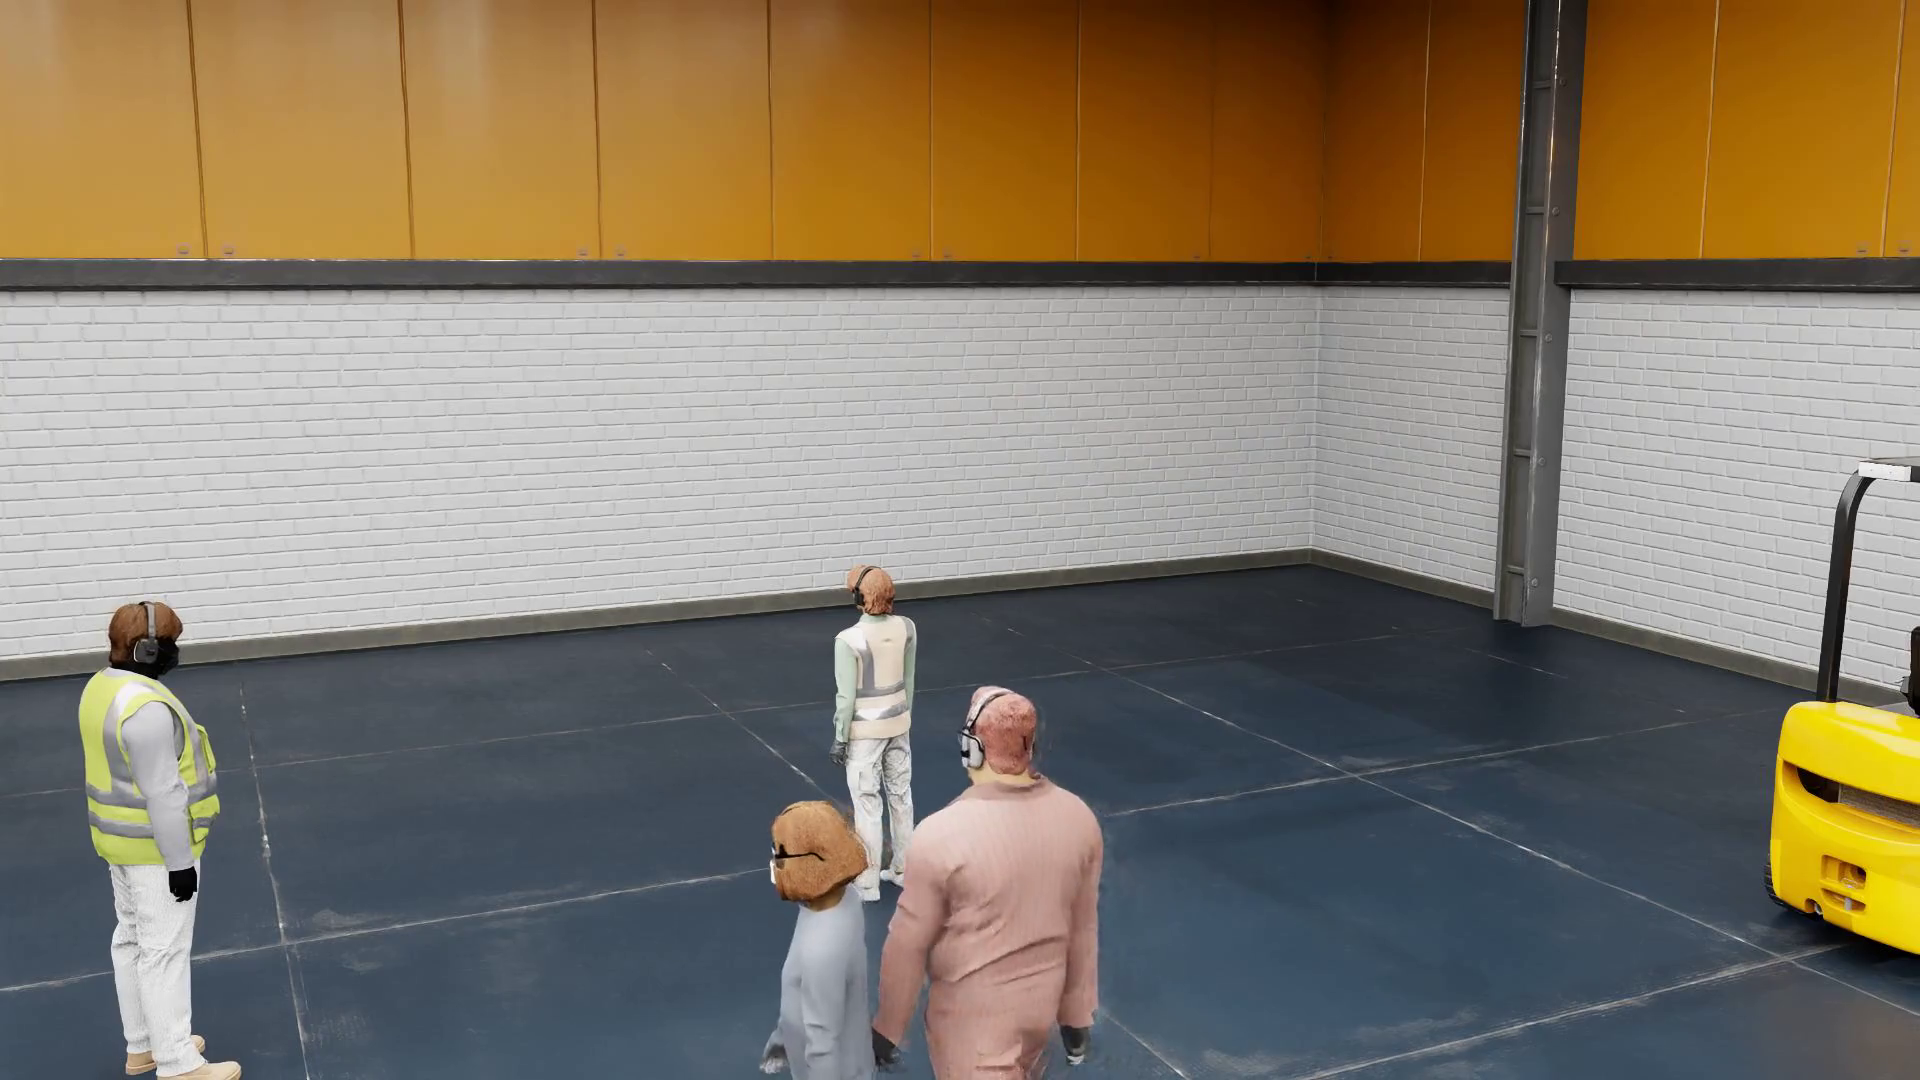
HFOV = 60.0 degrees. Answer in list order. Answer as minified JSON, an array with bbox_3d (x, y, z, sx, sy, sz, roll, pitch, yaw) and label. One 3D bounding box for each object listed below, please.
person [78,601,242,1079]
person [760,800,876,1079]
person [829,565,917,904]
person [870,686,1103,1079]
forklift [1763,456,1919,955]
[{"bbox_3d":[-2.977,1.133,6.172,0.429,1.840,0.622,-9,13,-43],"label":"person"},{"bbox_3d":[-0.414,1.497,4.563,0.355,1.629,0.515,1,9,4],"label":"person"},{"bbox_3d":[-0.411,0.932,8.024,0.310,1.642,0.514,8,12,42],"label":"person"},{"bbox_3d":[0.112,1.350,4.764,0.645,1.868,0.975,-8,12,-40],"label":"person"},{"bbox_3d":[4.857,0.731,7.561,2.313,2.155,1.214,-4,10,-25],"label":"forklift"}]
